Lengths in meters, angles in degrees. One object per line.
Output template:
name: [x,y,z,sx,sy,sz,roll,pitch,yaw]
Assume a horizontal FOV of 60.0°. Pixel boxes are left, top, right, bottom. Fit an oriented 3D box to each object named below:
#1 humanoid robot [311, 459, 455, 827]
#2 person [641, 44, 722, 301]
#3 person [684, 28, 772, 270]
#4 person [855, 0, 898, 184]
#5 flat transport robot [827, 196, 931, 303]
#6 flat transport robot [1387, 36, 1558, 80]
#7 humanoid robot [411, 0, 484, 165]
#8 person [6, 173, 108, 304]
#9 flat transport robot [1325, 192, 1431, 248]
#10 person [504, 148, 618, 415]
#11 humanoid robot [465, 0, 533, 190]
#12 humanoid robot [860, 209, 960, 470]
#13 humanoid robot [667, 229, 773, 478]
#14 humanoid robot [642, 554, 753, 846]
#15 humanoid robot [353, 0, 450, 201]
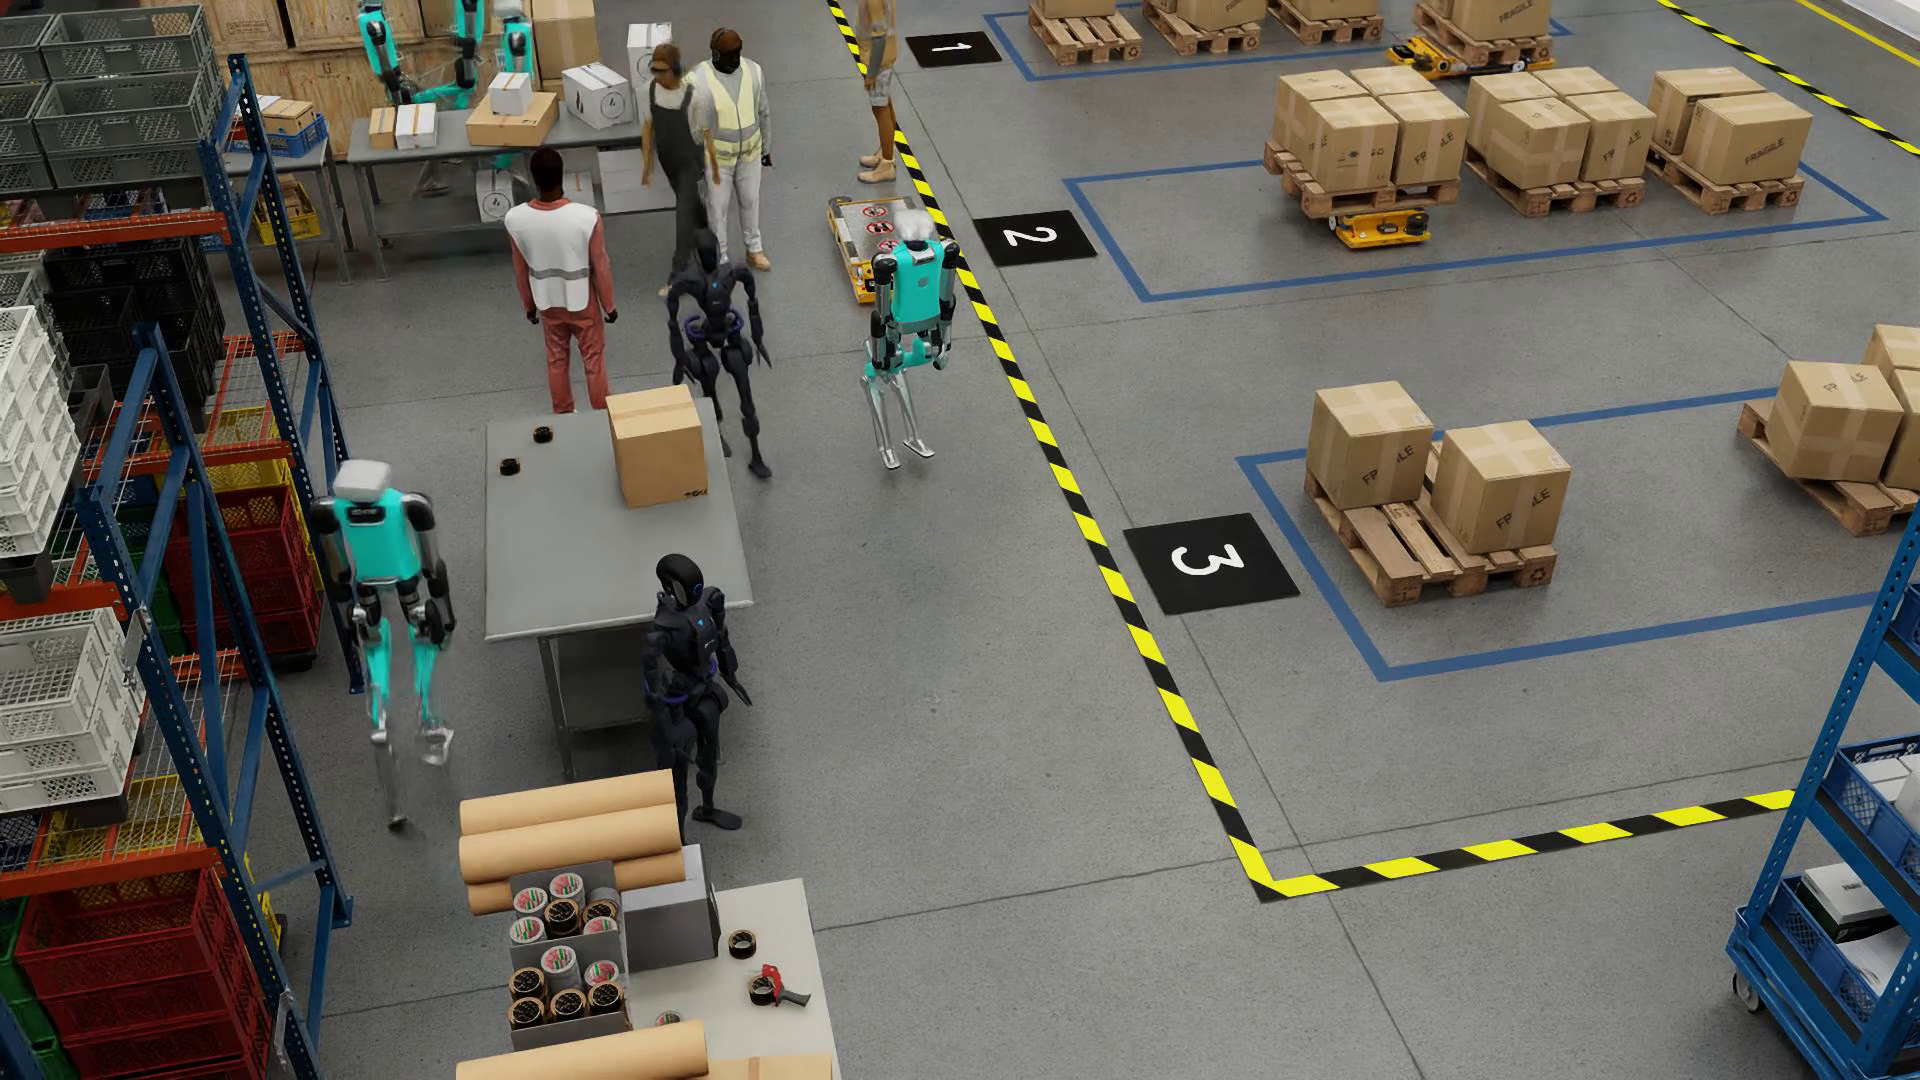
humanoid robot: [-2.613,0.568,7.626,0.543,1.840,0.836,-2,37,-3]
person: [-2.002,-2.671,11.869,0.494,1.789,0.957,17,40,21]
person: [-1.640,-2.790,11.998,0.628,1.835,0.429,-19,41,-23]
person: [-0.688,-3.844,13.244,0.389,2.033,0.605,2,37,2]
flat transport robot: [-0.570,-2.220,12.538,0.659,0.231,1.431,-8,37,-10]
flat transport robot: [4.851,-4.613,15.731,1.431,0.197,0.652,-8,37,-10]
humanoid robot: [-4.110,-3.786,13.414,1.049,1.716,0.562,-8,37,-10]
person: [-5.806,-1.816,10.737,0.307,1.772,0.524,10,38,13]
flat transport robot: [3.134,-2.740,13.213,0.652,0.197,1.431,-8,37,-10]
person: [-2.395,-1.455,10.136,0.585,1.911,0.400,3,37,4]
humanoid robot: [-3.571,-3.265,12.747,1.014,1.775,0.541,-6,37,-8]
humanoid robot: [-0.369,-1.244,9.887,0.533,1.673,0.735,-18,40,-22]
humanoid robot: [-1.416,-1.116,9.893,0.611,1.627,0.705,-14,39,-18]
humanoid robot: [-1.181,0.734,7.374,0.315,1.657,0.599,20,41,24]
humanoid robot: [-4.213,-3.438,12.964,0.732,1.809,0.550,-15,39,-20]
